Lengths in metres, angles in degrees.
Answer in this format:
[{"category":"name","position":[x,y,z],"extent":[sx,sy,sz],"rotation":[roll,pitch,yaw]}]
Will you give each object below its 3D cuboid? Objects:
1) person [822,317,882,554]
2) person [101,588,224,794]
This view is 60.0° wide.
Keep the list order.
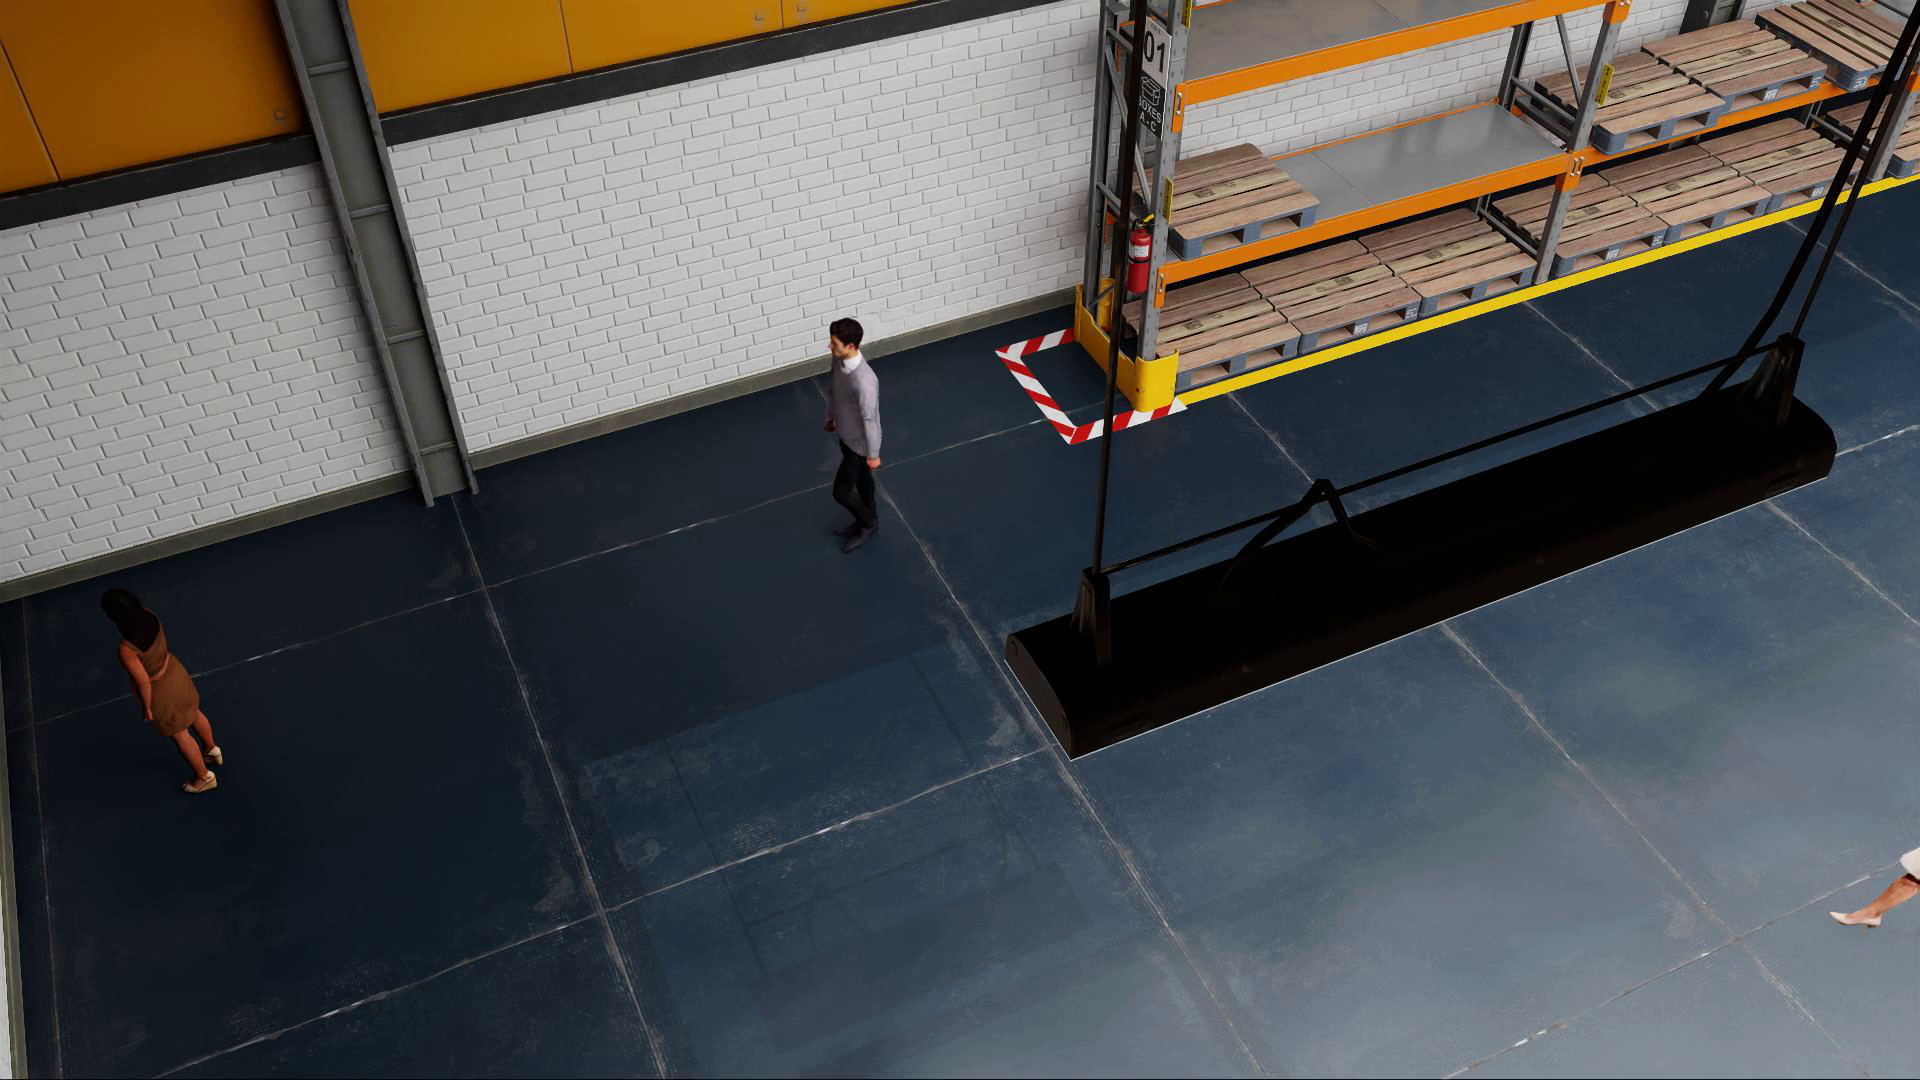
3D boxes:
[{"category":"person","position":[-0.637,-0.759,11.650],"extent":[0.649,1.913,0.782],"rotation":[-16,46,-16]},{"category":"person","position":[-4.827,0.899,10.071],"extent":[0.620,1.690,0.626],"rotation":[-2,44,-2]}]
